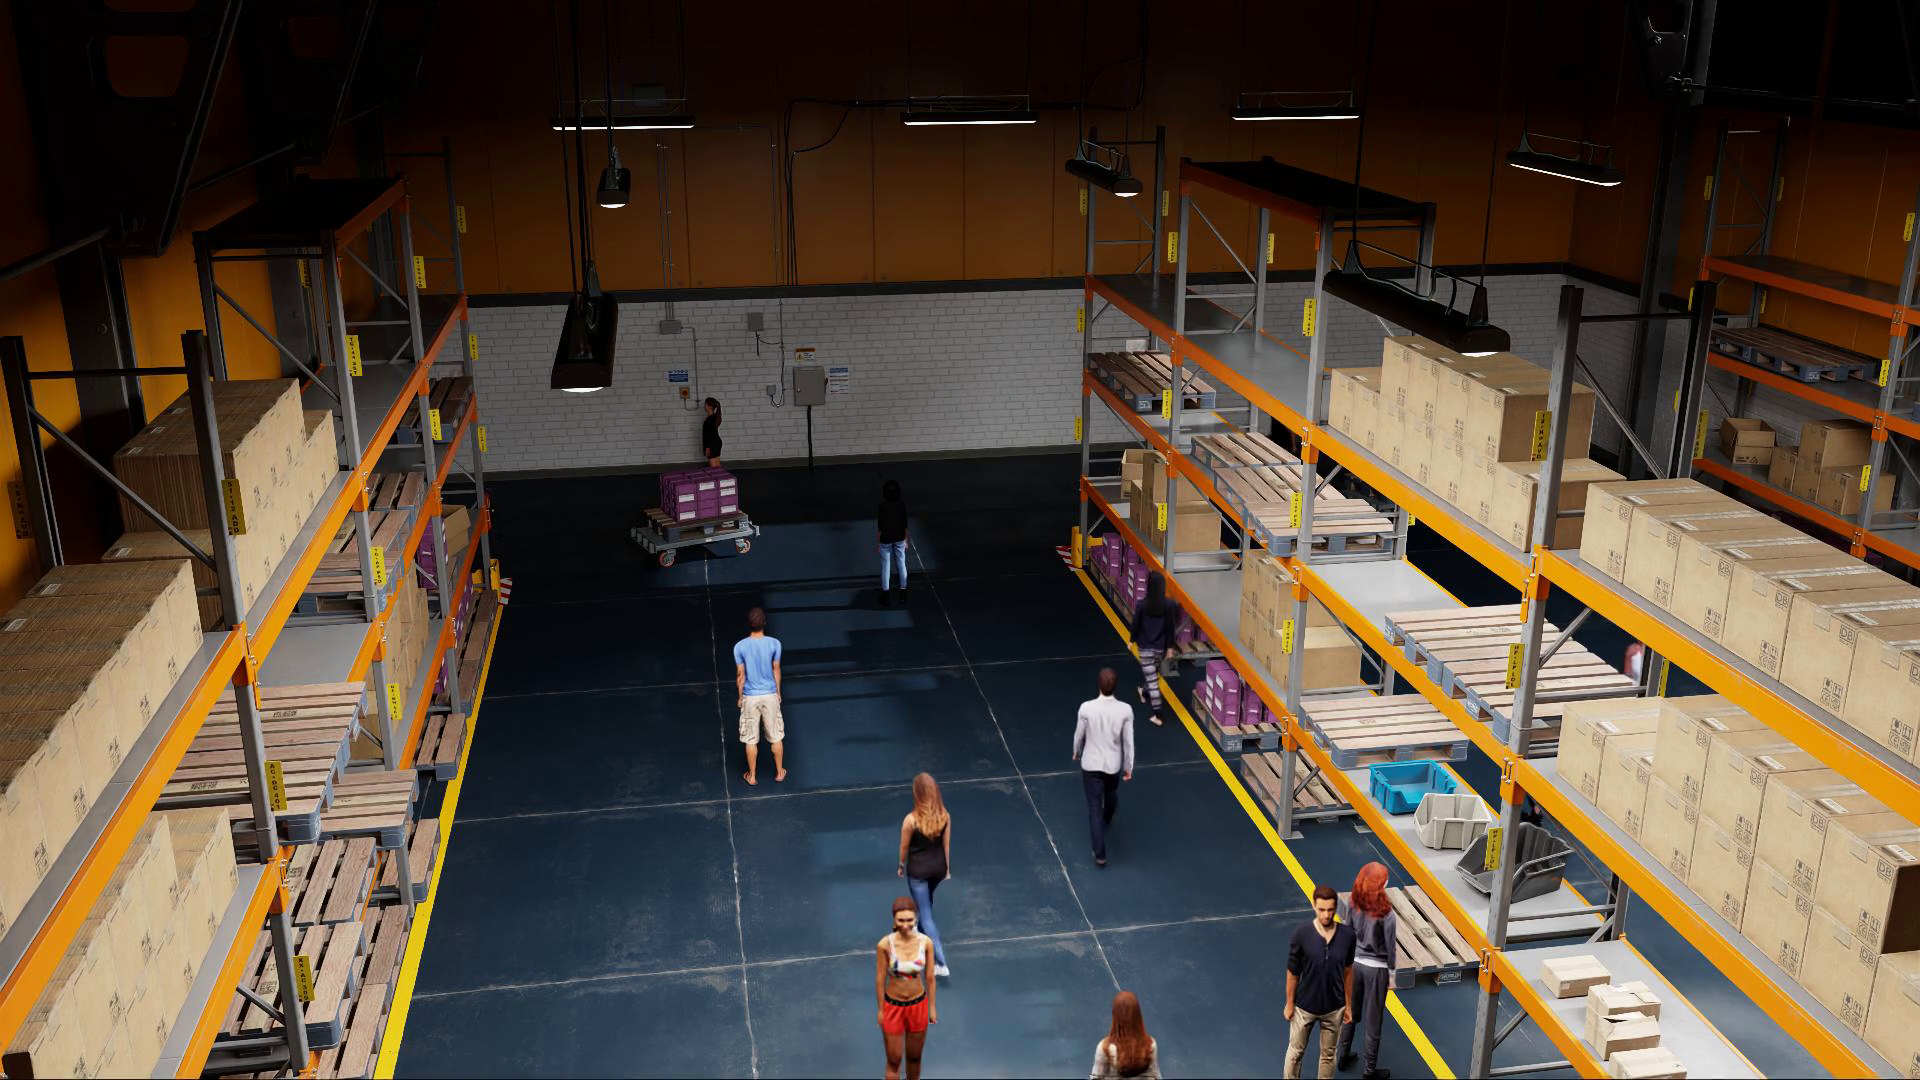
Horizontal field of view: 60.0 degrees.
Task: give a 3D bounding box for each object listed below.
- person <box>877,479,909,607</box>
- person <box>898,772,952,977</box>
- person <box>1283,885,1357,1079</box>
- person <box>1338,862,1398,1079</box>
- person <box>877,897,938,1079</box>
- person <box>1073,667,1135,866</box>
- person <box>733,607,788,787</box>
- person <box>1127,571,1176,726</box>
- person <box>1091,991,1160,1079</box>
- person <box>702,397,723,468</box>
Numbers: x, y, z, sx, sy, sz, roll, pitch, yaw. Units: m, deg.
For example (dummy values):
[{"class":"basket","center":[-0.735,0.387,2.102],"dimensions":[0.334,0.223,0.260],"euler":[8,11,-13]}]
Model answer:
[{"class":"person","center":[-0.884,0.026,21.693],"dimensions":[0.588,1.702,0.558],"euler":[-5,19,-15]},{"class":"person","center":[-0.245,2.760,13.601],"dimensions":[0.851,1.684,1.165],"euler":[-11,21,-29]},{"class":"person","center":[2.538,3.275,11.797],"dimensions":[0.663,1.859,0.573],"euler":[0,19,-1]},{"class":"person","center":[3.001,3.165,12.249],"dimensions":[0.718,1.780,0.609],"euler":[-16,24,-39]},{"class":"person","center":[-0.389,3.313,11.789],"dimensions":[0.575,1.793,0.592],"euler":[-3,19,-8]},{"class":"person","center":[1.324,2.116,15.319],"dimensions":[0.730,1.807,1.155],"euler":[-2,19,-6]},{"class":"person","center":[-2.024,1.579,16.830],"dimensions":[0.660,1.862,0.570],"euler":[-4,19,-12]},{"class":"person","center":[2.129,1.208,18.203],"dimensions":[0.664,1.689,1.069],"euler":[-5,19,-13]},{"class":"person","center":[1.080,3.733,10.694],"dimensions":[0.604,1.696,0.584],"euler":[-4,19,-12]},{"class":"person","center":[-3.929,-1.523,26.520],"dimensions":[0.661,1.556,0.582],"euler":[4,19,13]}]
